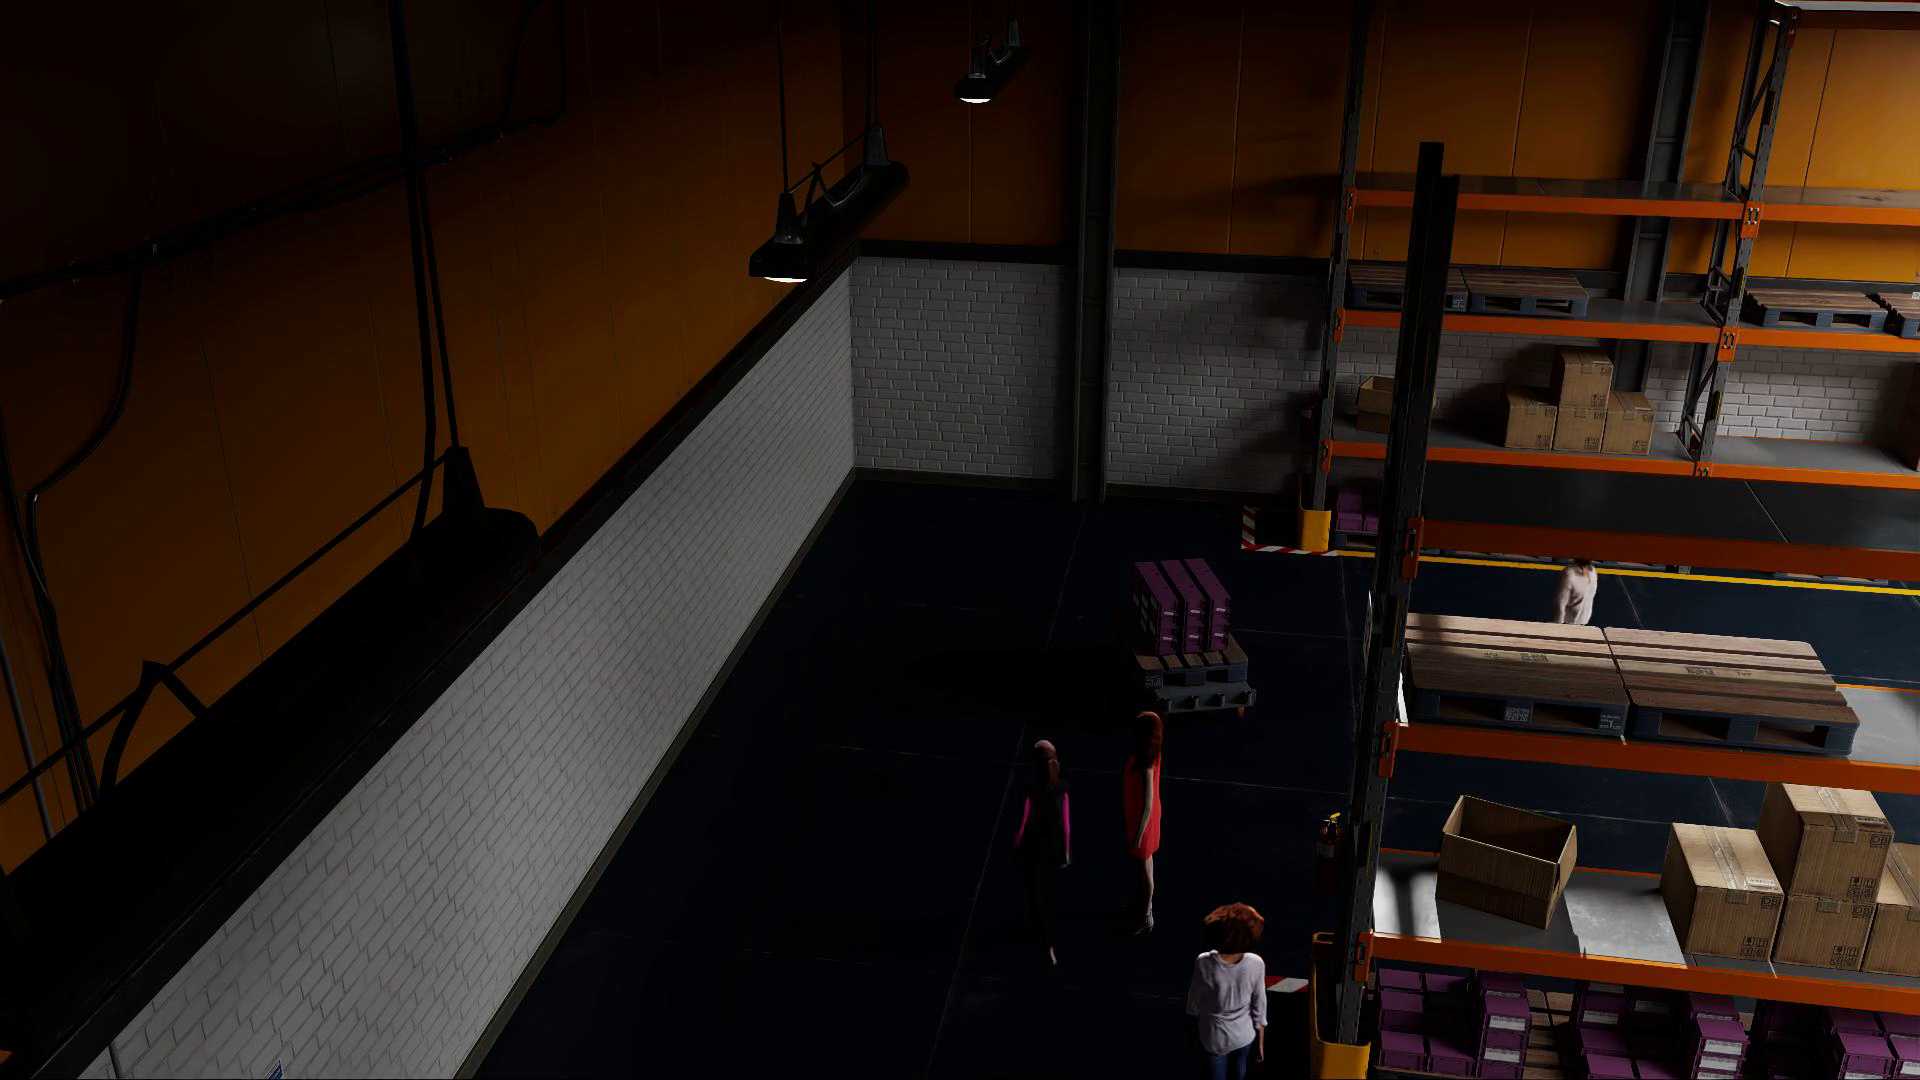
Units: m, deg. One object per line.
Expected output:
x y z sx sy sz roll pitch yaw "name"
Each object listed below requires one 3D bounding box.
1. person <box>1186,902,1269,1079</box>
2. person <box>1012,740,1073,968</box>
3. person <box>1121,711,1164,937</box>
1.635 3.069 10.128 1.163 1.647 0.838 0 24 0 "person"
0.602 2.261 11.885 1.058 1.720 0.910 -6 24 -13 "person"
1.351 2.060 12.210 0.506 1.828 0.588 3 24 7 "person"
